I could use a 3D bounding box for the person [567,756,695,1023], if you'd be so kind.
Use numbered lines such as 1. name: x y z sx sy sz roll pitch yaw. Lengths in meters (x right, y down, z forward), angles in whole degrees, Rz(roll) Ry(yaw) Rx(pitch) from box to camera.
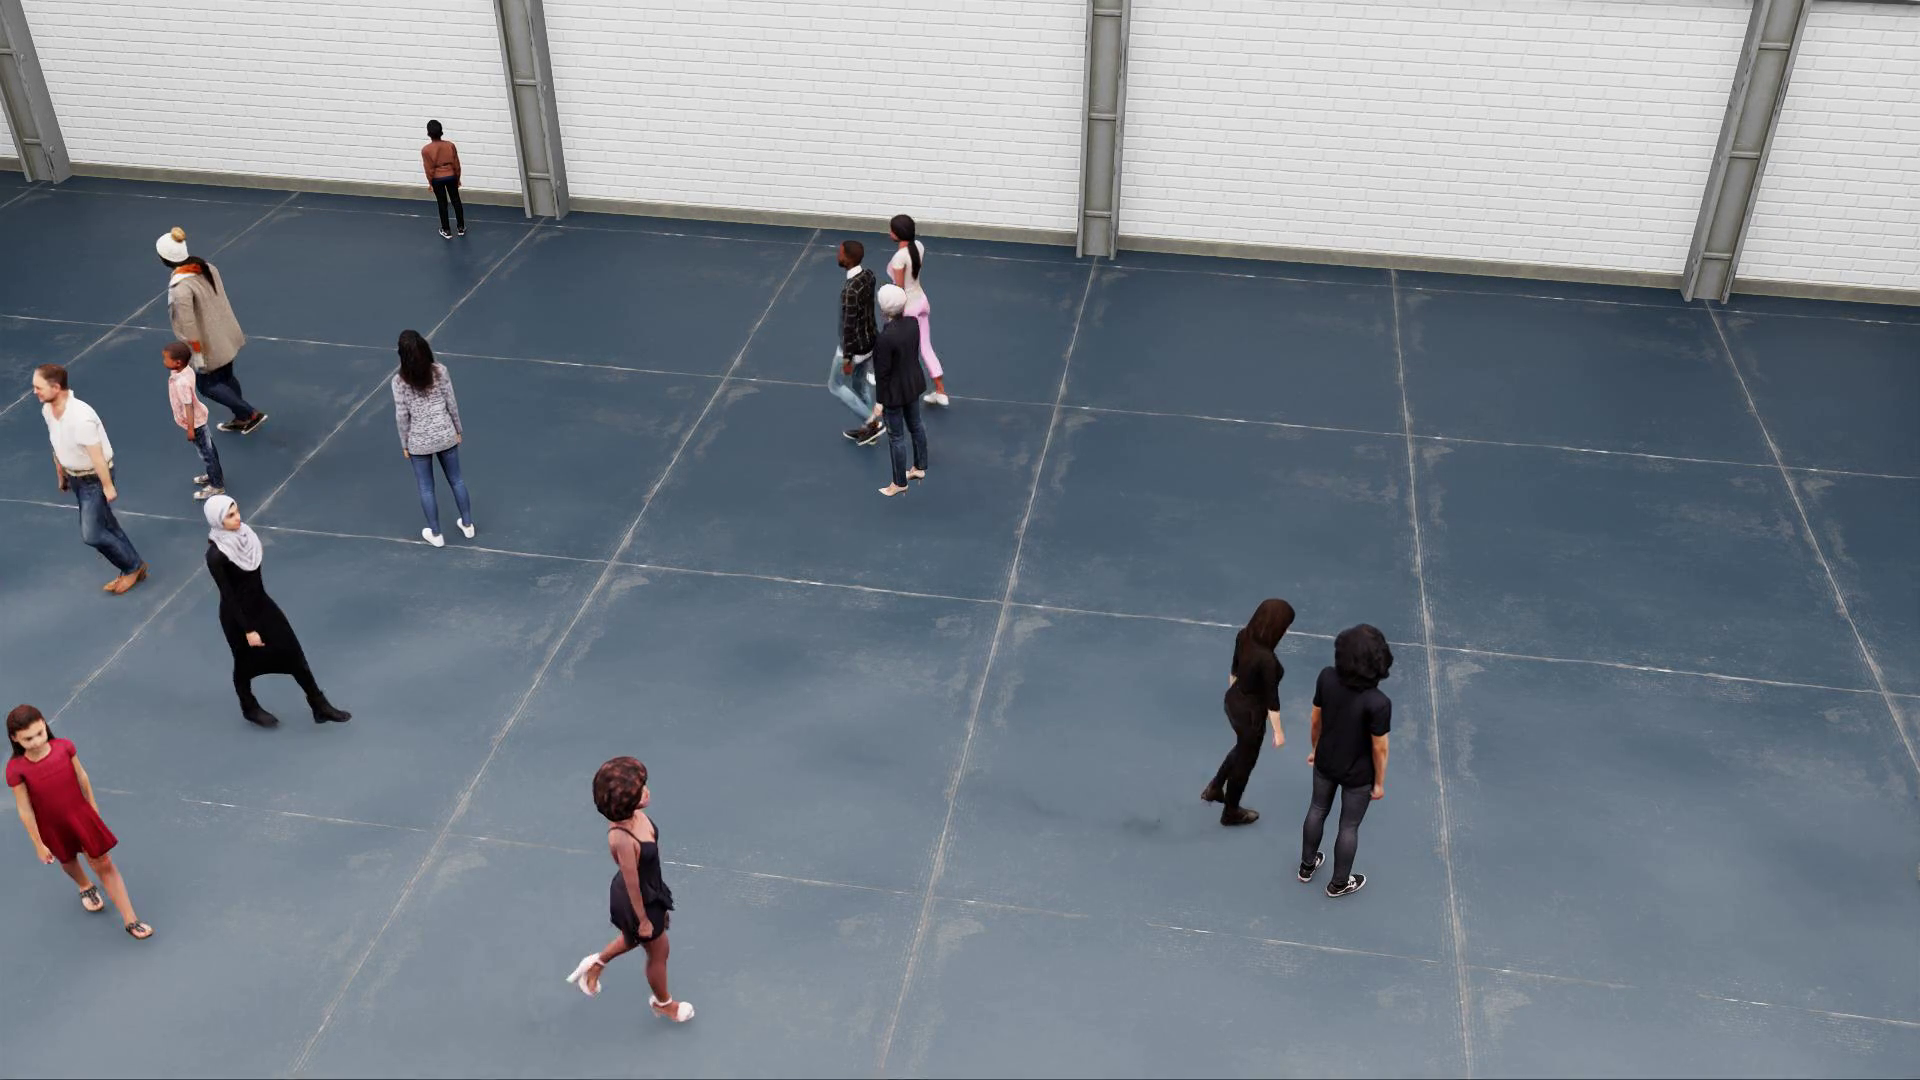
1. person: -1.700 1.828 8.416 0.922 1.773 0.700 -3 34 -5

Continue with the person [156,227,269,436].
1. person: -6.043 -1.657 13.563 0.846 1.878 0.760 6 34 8

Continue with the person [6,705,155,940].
1. person: -4.965 1.495 9.149 1.062 1.516 0.897 28 43 35

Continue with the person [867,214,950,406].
1. person: -0.355 -1.918 14.116 1.165 1.701 0.907 22 40 30

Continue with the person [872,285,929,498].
1. person: -0.439 -1.141 12.457 0.760 1.784 0.834 25 41 32

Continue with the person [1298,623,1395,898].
1. person: 2.139 1.226 9.262 0.773 1.838 0.669 -29 43 -36

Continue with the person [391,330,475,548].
1. person: -3.926 -0.759 12.347 0.682 1.729 0.742 -21 39 -29

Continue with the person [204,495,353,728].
1. person: -4.547 0.493 10.446 1.008 1.748 0.685 10 35 15

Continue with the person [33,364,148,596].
1. person: -6.068 -0.461 11.798 0.744 1.840 0.848 24 40 32

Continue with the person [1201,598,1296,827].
1. person: 1.613 1.036 9.743 0.750 1.622 0.703 -8 34 -11

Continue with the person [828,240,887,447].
1. person: -0.750 -1.546 13.461 0.775 1.808 0.769 12 36 18

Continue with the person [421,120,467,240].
1. person: -5.369 -3.762 17.294 0.584 1.255 0.658 -17 37 -24

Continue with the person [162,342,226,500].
1. person: -5.992 -0.956 13.025 0.603 1.308 0.574 -11 35 -16
